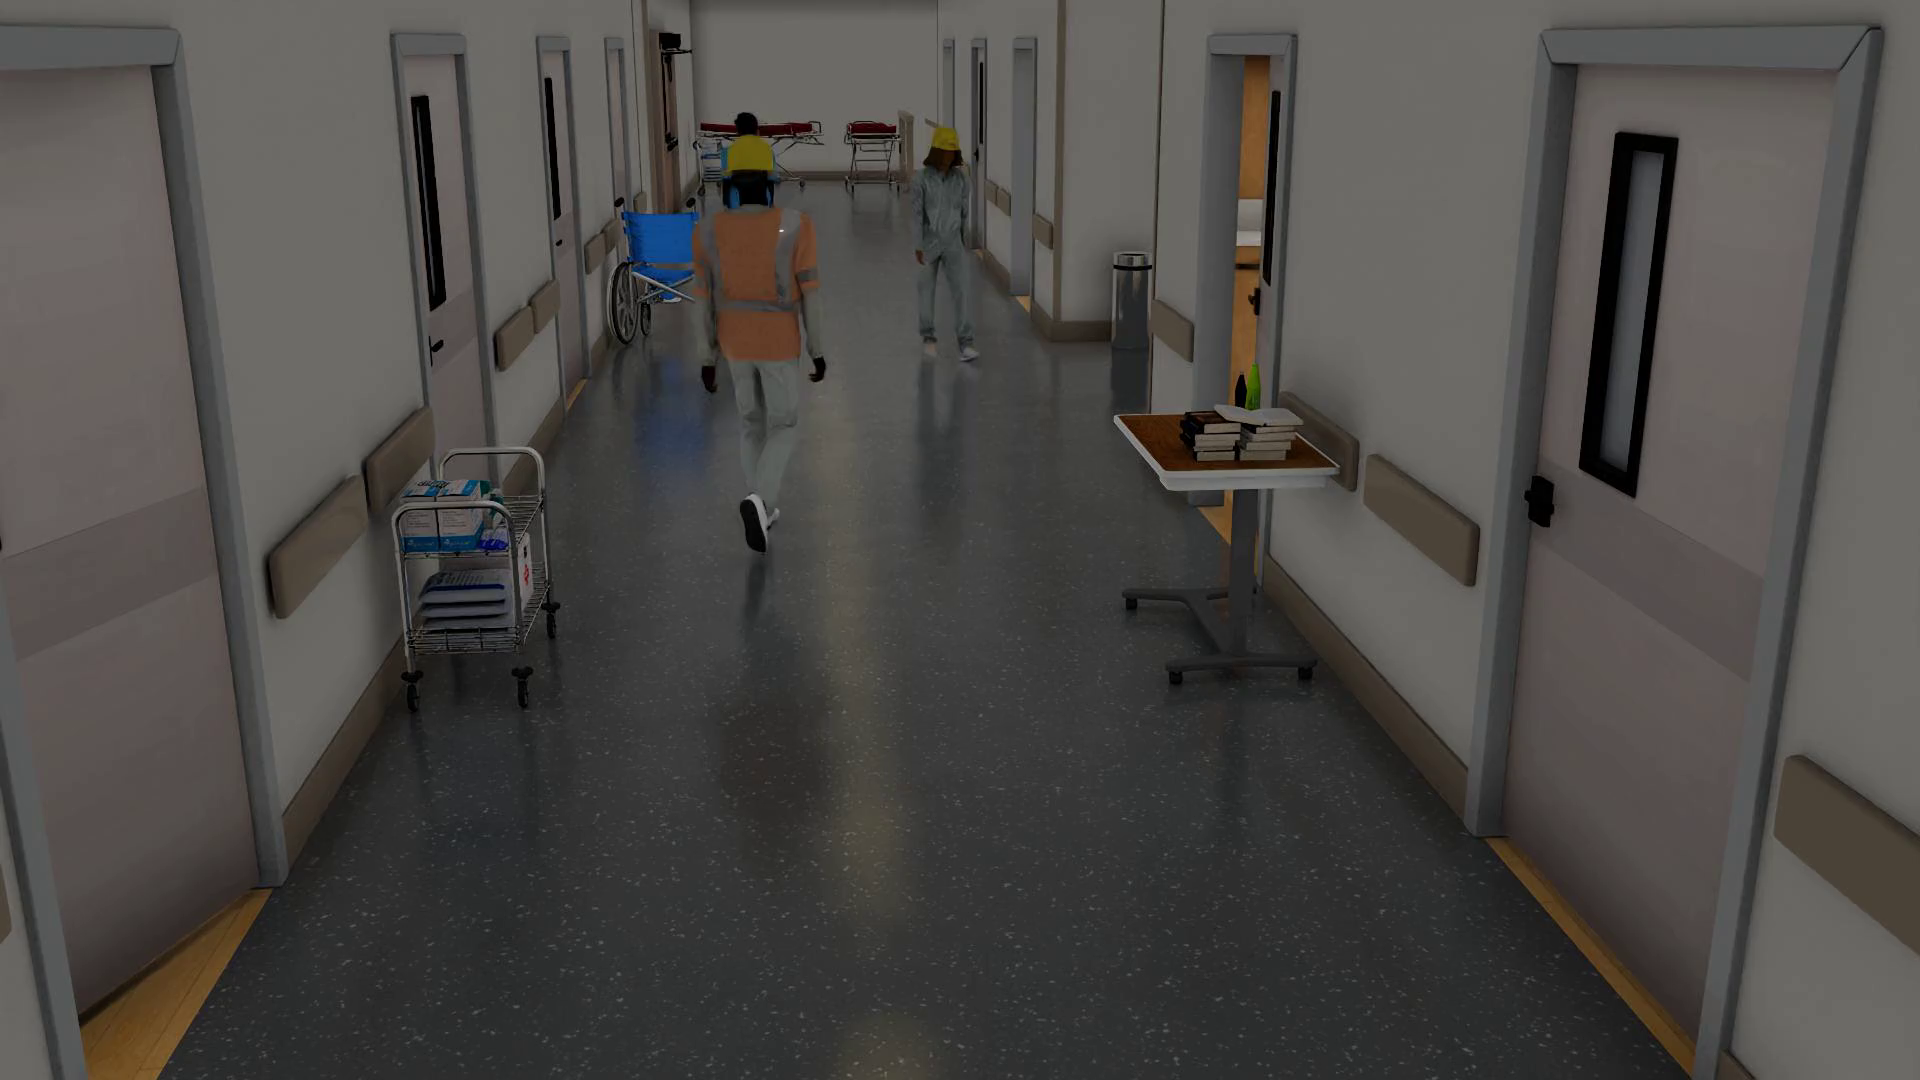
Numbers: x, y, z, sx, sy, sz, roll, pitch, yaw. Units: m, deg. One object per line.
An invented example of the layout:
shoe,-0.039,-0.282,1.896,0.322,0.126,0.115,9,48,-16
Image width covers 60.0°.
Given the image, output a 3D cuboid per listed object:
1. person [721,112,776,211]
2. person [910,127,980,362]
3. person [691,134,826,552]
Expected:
person,-2.008,-3.142,15.578,0.555,1.664,0.765,-7,18,-23
person,-0.114,-2.145,12.209,0.491,1.702,0.870,-5,17,-16
person,-0.949,-0.902,7.698,0.592,1.900,0.766,3,17,10
